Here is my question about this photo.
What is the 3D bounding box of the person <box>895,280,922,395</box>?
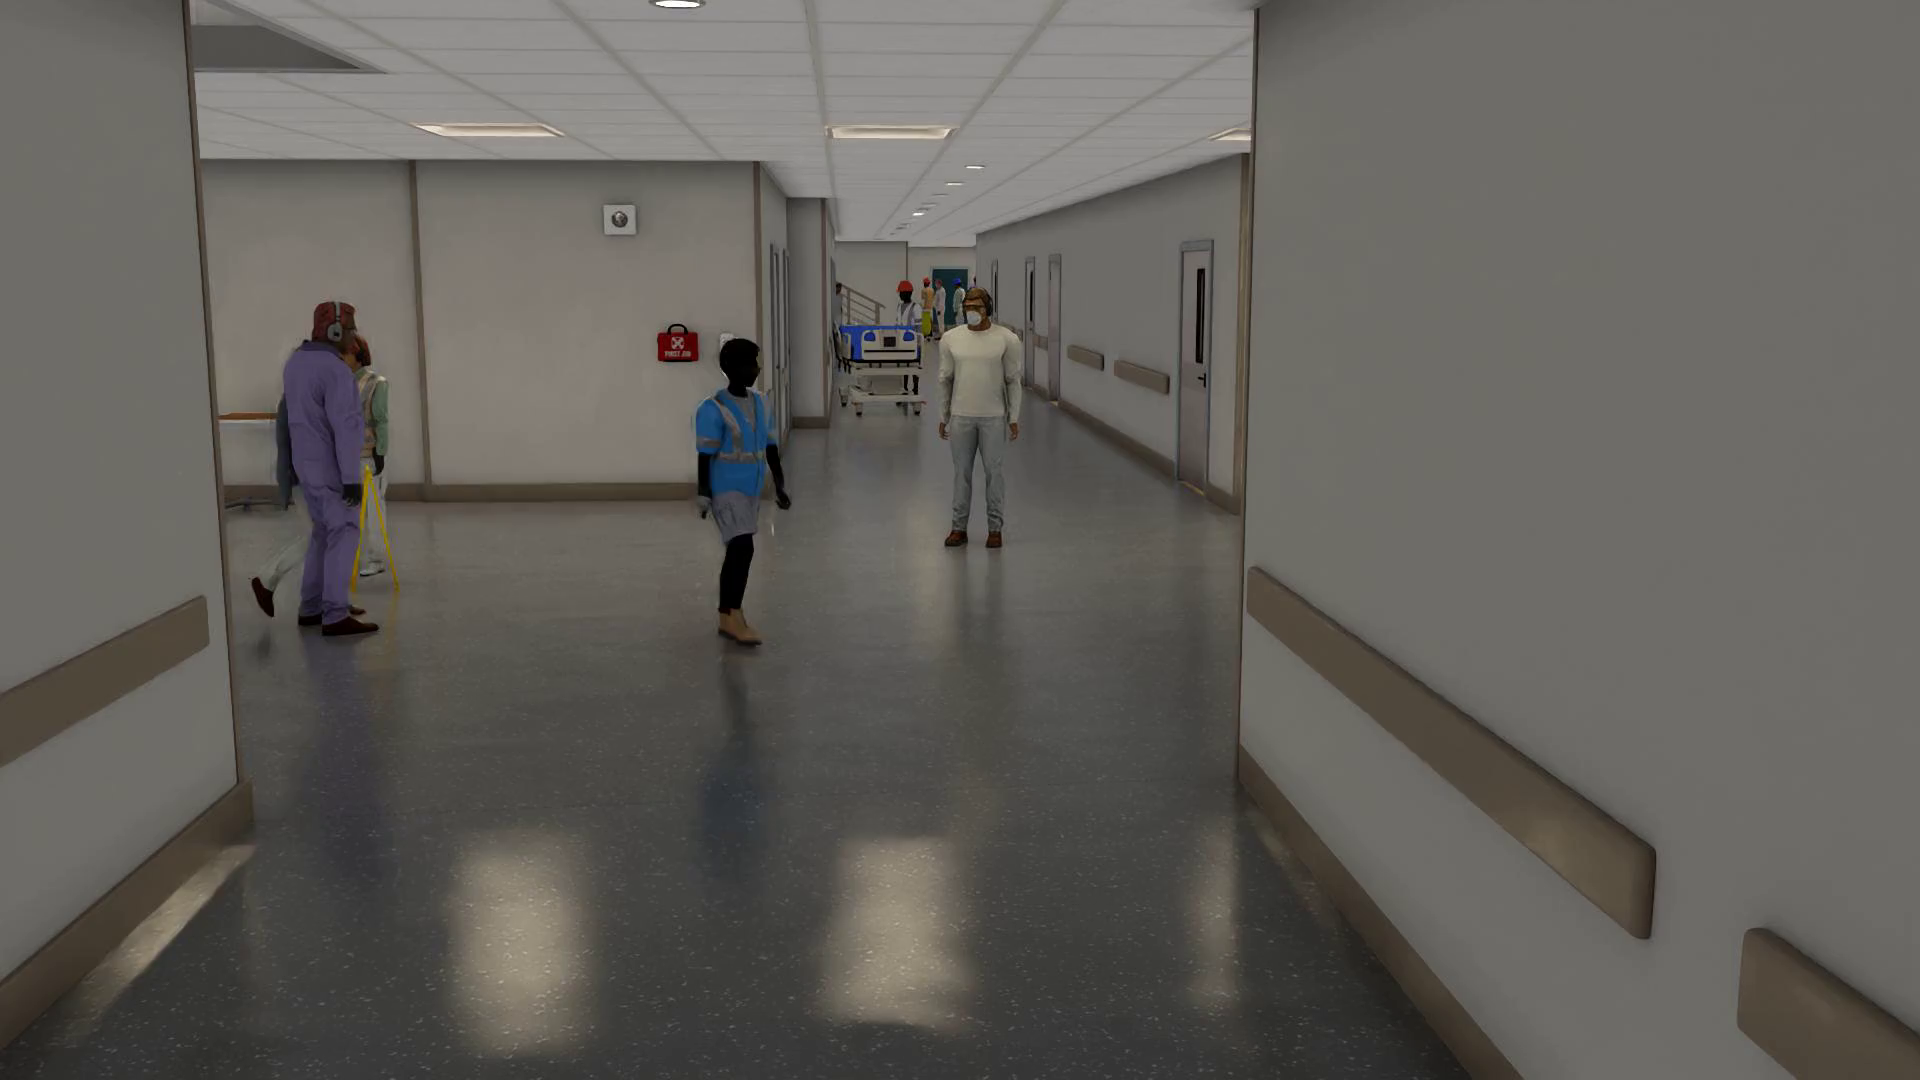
[{"bbox_3d":[-0.864,-3.204,26.797,0.362,1.935,0.553,-9,13,-44],"label":"person"}]

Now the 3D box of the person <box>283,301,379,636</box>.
[{"bbox_3d":[-3.553,-0.405,9.421,0.392,1.881,0.678,-8,12,-43],"label":"person"}]

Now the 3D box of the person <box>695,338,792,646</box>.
[{"bbox_3d":[-1.169,-0.260,9.119,0.570,1.674,0.548,5,10,29],"label":"person"}]

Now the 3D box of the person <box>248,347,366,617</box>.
[{"bbox_3d":[-3.840,-0.320,9.704,0.515,1.616,0.518,0,9,2],"label":"person"}]

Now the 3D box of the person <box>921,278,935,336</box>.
[{"bbox_3d":[-1.094,-7.682,54.915,0.360,1.938,0.545,9,13,44],"label":"person"}]

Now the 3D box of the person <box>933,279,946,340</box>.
[{"bbox_3d":[-0.653,-7.192,51.955,0.406,1.902,0.636,0,9,1],"label":"person"}]

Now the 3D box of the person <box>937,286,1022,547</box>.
[{"bbox_3d":[0.138,-0.907,12.369,0.635,1.937,0.355,2,9,12],"label":"person"}]

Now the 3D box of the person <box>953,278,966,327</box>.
[{"bbox_3d":[-0.037,-6.855,49.721,0.402,1.937,0.604,3,9,17],"label":"person"}]

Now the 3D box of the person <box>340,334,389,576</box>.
[{"bbox_3d":[-4.055,-0.571,11.234,0.530,1.631,0.317,3,10,21],"label":"person"}]
